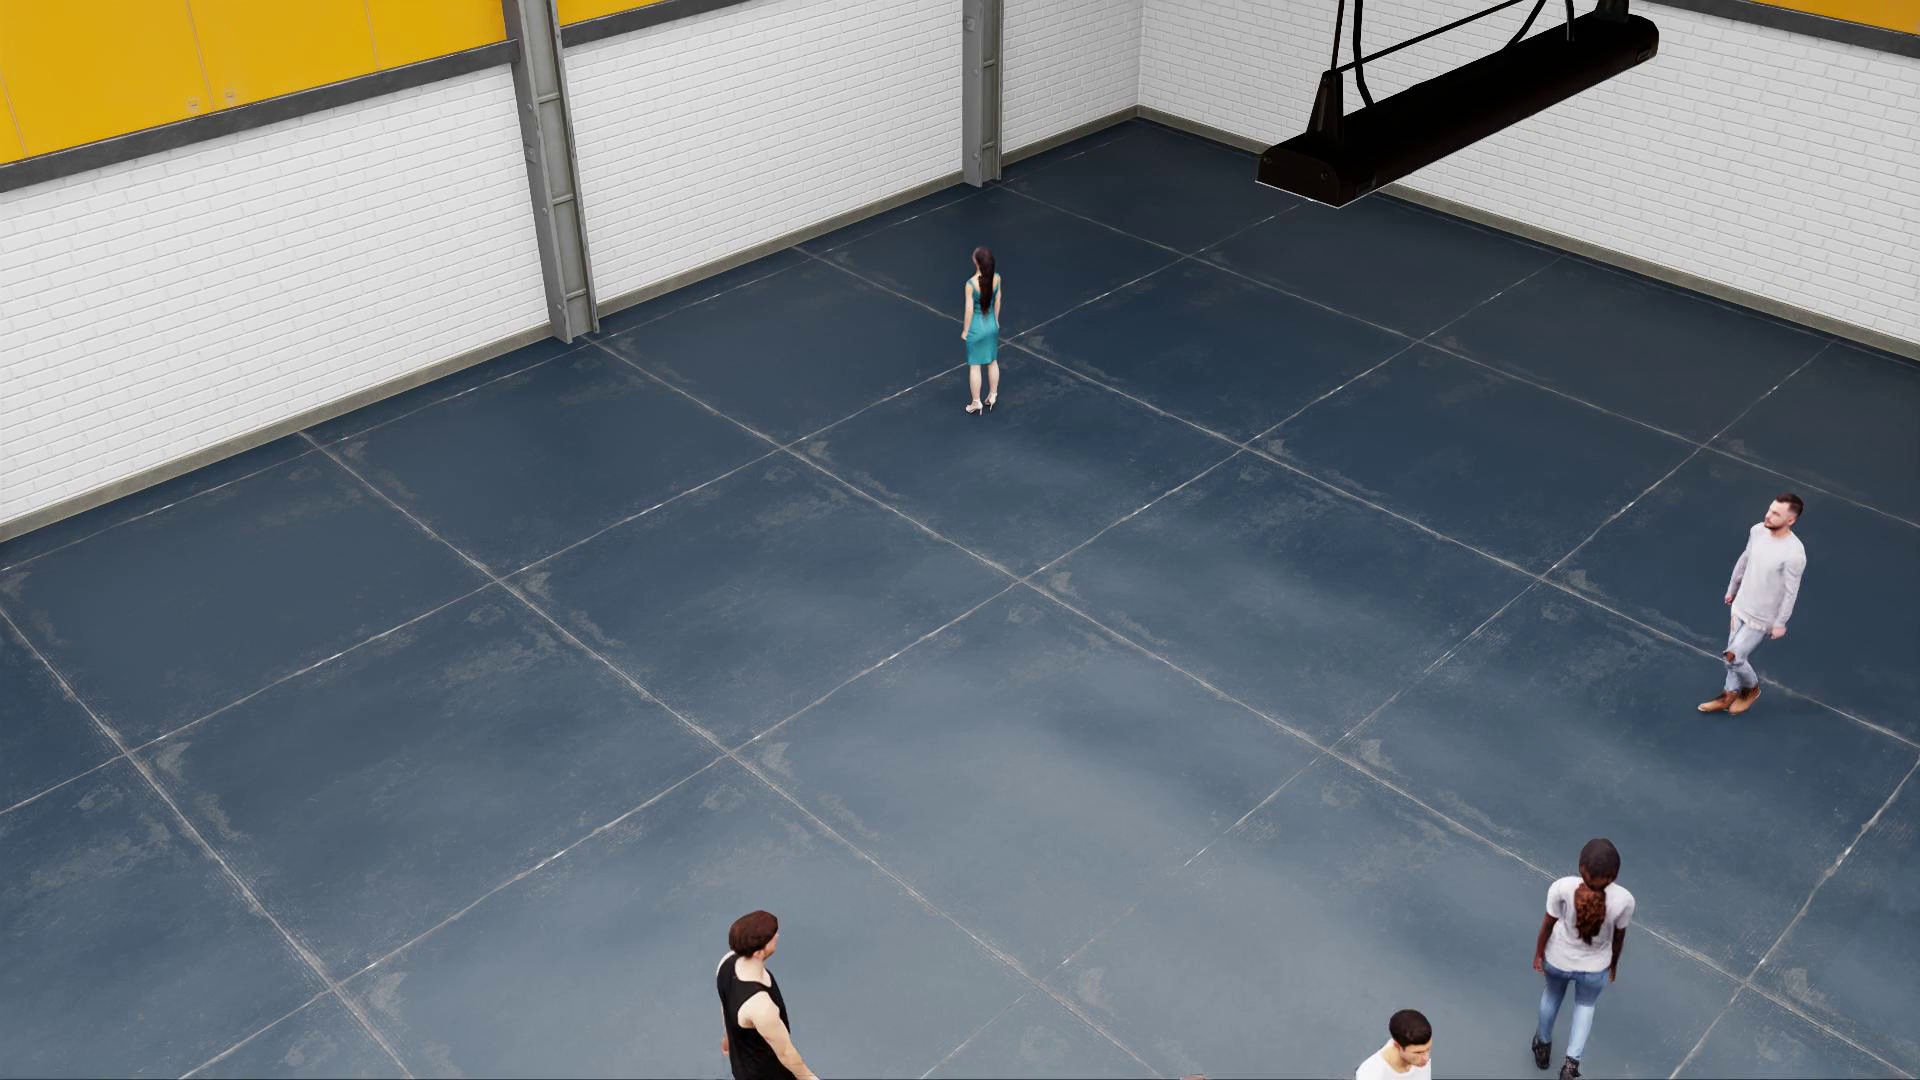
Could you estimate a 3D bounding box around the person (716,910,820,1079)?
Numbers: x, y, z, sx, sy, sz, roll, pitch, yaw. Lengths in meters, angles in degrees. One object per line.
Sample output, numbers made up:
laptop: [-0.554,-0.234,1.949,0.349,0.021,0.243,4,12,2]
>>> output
person: [-1.080,2.645,8.320,1.247,1.841,0.967,-13,36,-19]

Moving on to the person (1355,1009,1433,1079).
person: [2.001,2.843,8.090,0.631,1.768,0.754,-24,41,-32]

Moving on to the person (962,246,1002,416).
person: [0.203,-1.943,15.365,0.493,1.684,0.640,-20,39,-27]

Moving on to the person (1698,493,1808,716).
person: [5.630,0.466,11.609,0.868,1.830,0.834,-6,34,-9]

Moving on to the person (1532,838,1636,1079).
person: [3.314,2.324,8.921,0.811,1.712,0.939,10,35,14]
